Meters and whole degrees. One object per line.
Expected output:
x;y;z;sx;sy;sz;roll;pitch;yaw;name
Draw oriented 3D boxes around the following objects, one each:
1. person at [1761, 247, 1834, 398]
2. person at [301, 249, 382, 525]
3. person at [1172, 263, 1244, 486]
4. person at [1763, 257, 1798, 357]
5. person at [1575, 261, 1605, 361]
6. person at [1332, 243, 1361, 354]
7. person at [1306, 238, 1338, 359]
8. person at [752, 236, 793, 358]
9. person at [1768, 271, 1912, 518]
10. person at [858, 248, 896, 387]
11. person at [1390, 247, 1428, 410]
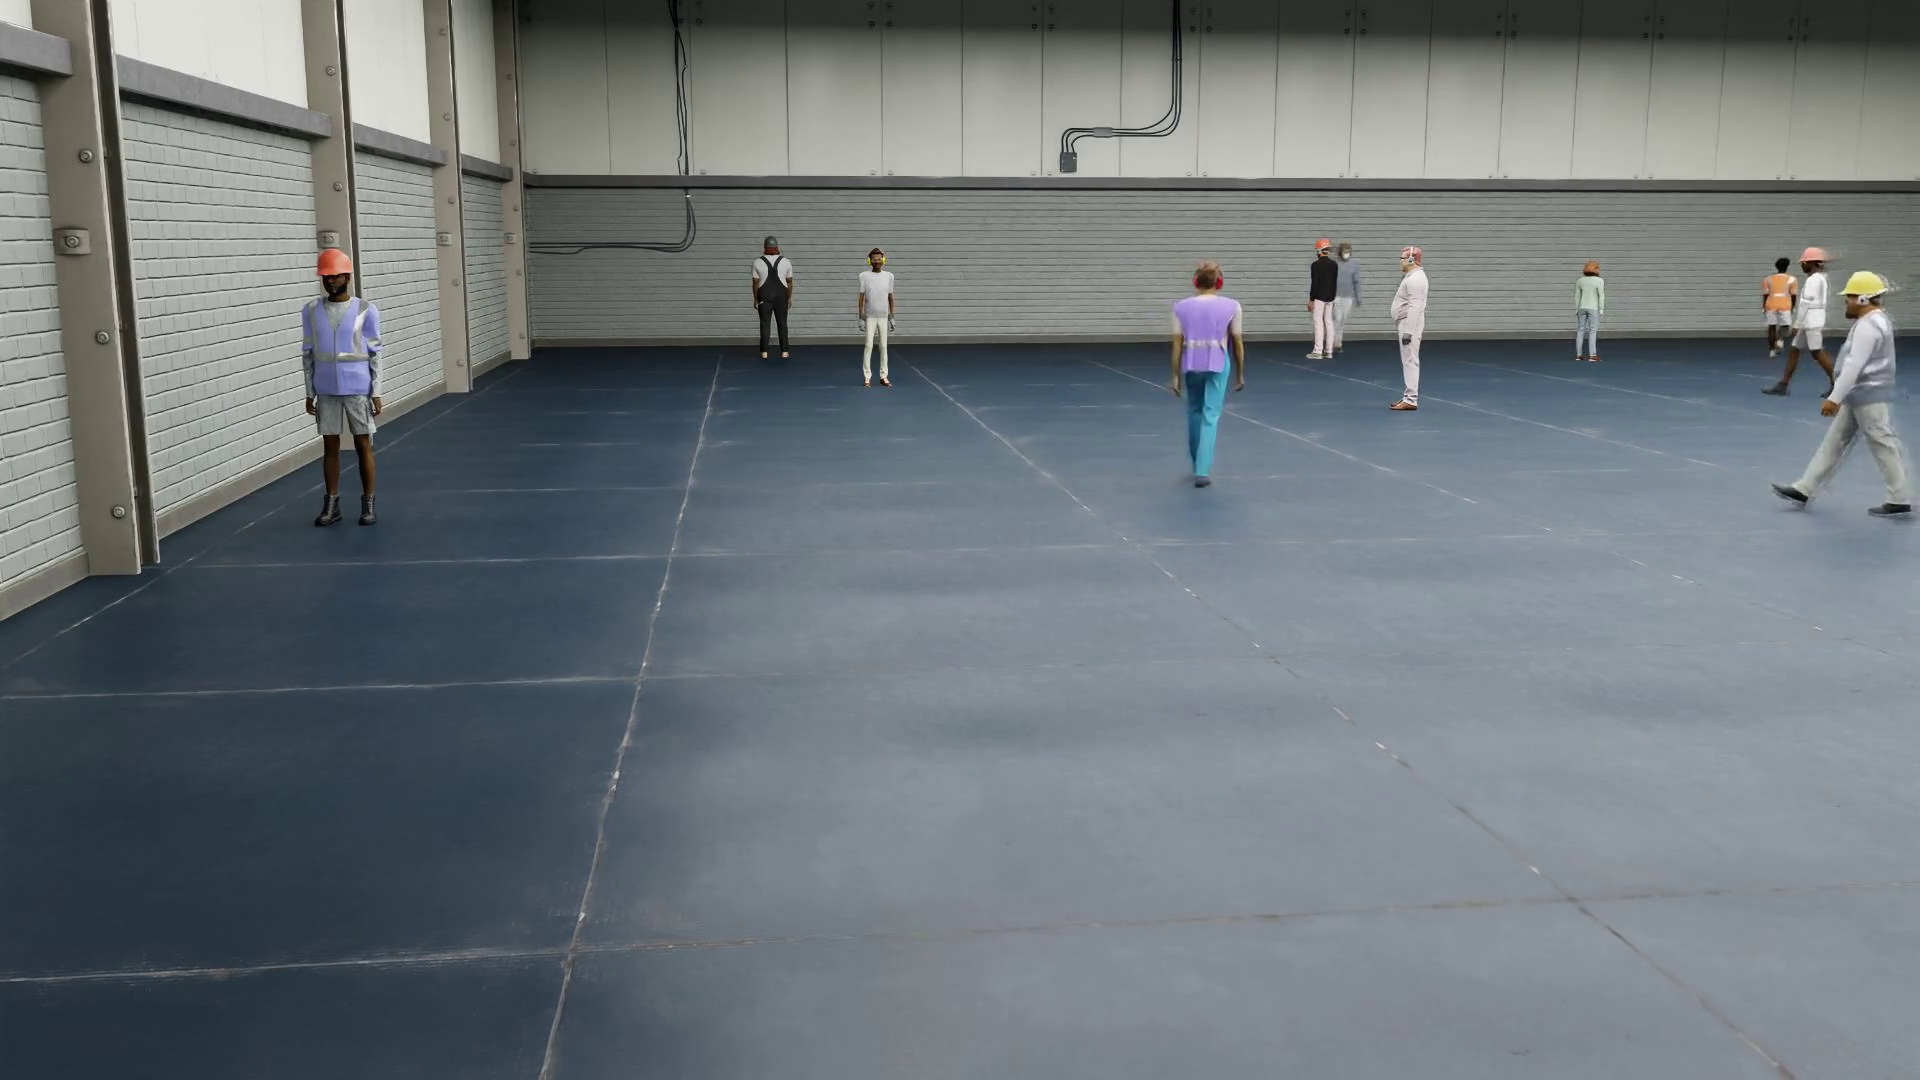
10.767;-2.734;20.985;0.978;1.899;0.558;6;12;30;person
-4.333;-1.062;11.675;0.543;1.939;0.360;-1;10;-5;person
2.051;-1.374;13.746;0.564;1.800;0.971;4;11;22;person
13.747;-3.898;27.925;0.535;1.685;0.401;7;12;34;person
10.321;-3.756;27.272;0.278;1.635;0.498;-9;14;-40;person
6.636;-4.161;28.738;0.658;1.908;0.820;-2;11;-11;person
6.024;-4.015;27.707;0.624;1.992;0.390;-8;13;-37;person
-3.159;-4.084;27.960;0.686;2.000;0.538;-2;11;-11;person
6.514;-1.058;12.121;0.971;1.771;0.586;6;12;28;person
-1.124;-3.009;22.539;0.516;1.872;0.327;-3;11;-16;person
5.254;-2.475;19.506;0.409;1.907;0.651;3;11;17;person
